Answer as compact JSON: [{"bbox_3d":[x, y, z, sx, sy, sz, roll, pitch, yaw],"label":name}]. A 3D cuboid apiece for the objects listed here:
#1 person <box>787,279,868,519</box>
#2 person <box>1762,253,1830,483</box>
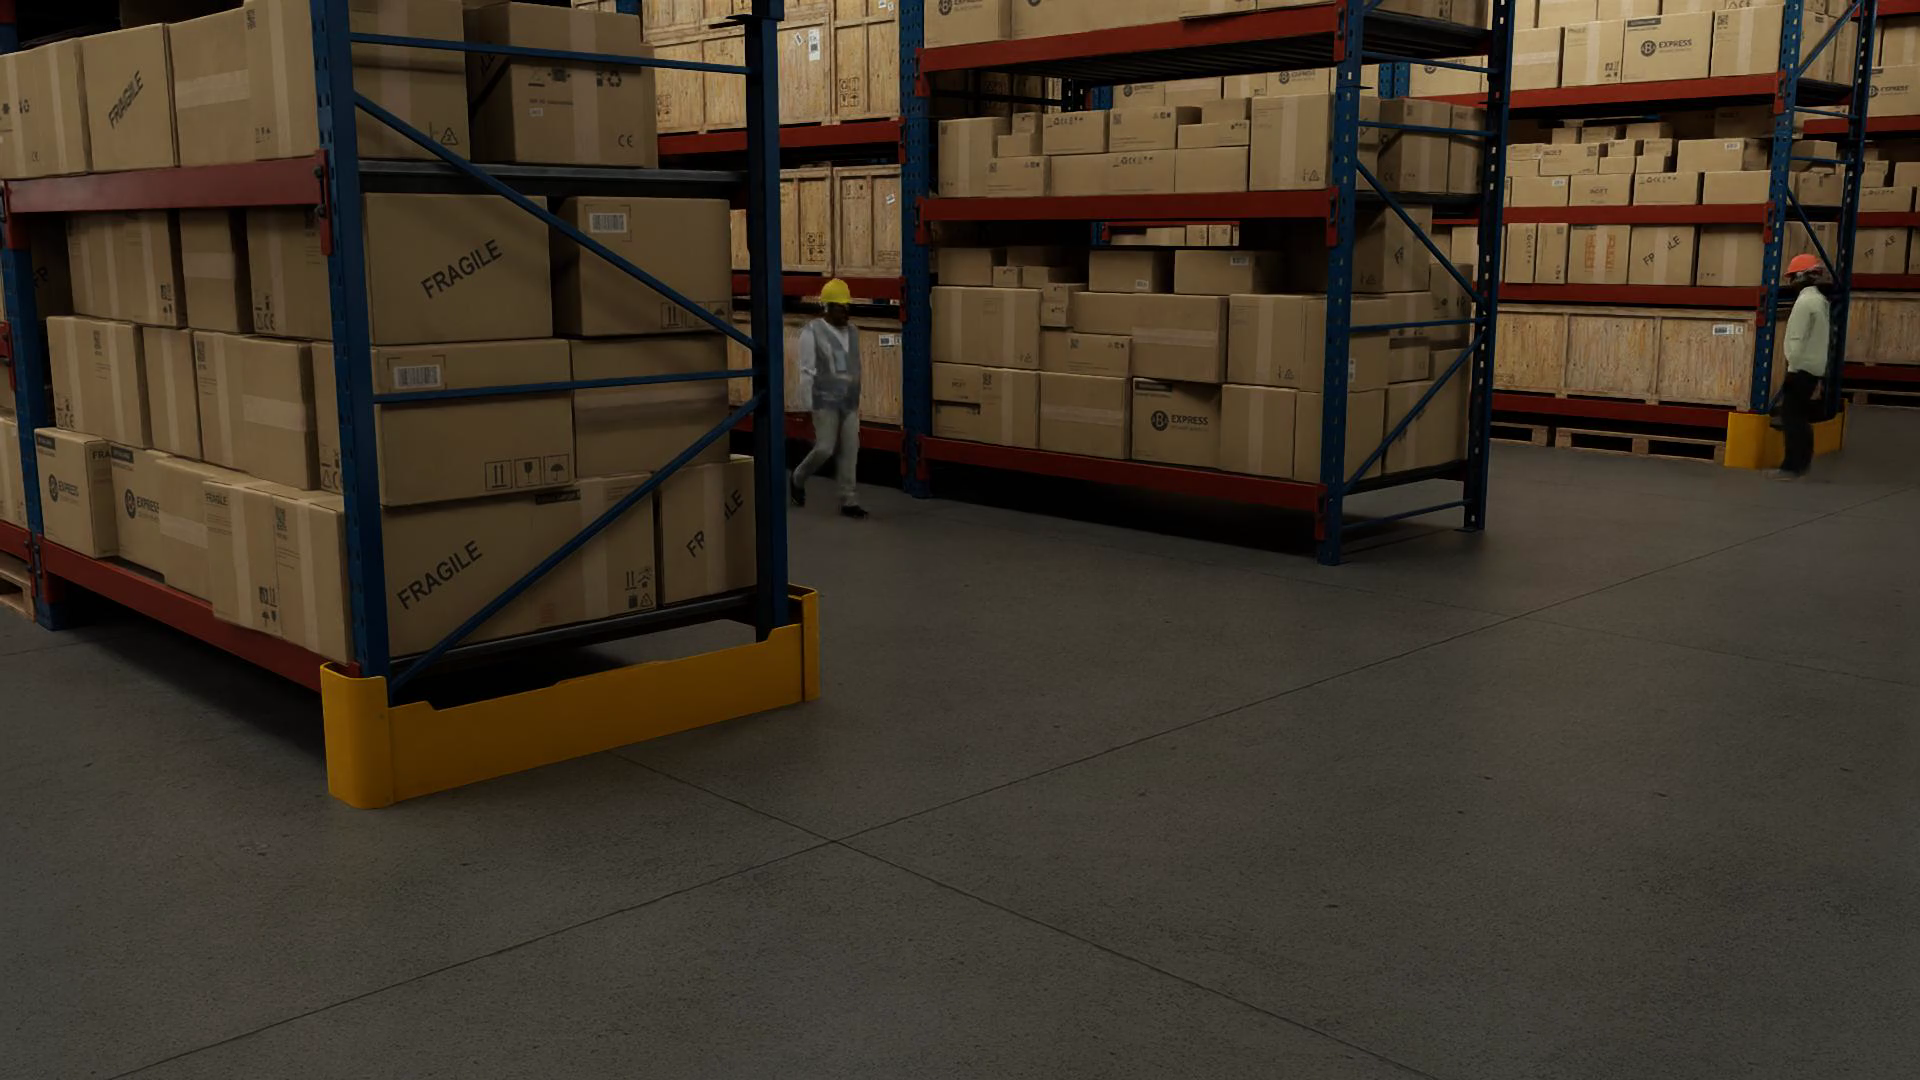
[{"bbox_3d":[-0.991,-1.065,12.583,0.612,1.816,0.598,9,14,40],"label":"person"},{"bbox_3d":[7.312,-1.493,14.452,0.407,1.984,0.649,9,14,40],"label":"person"}]
